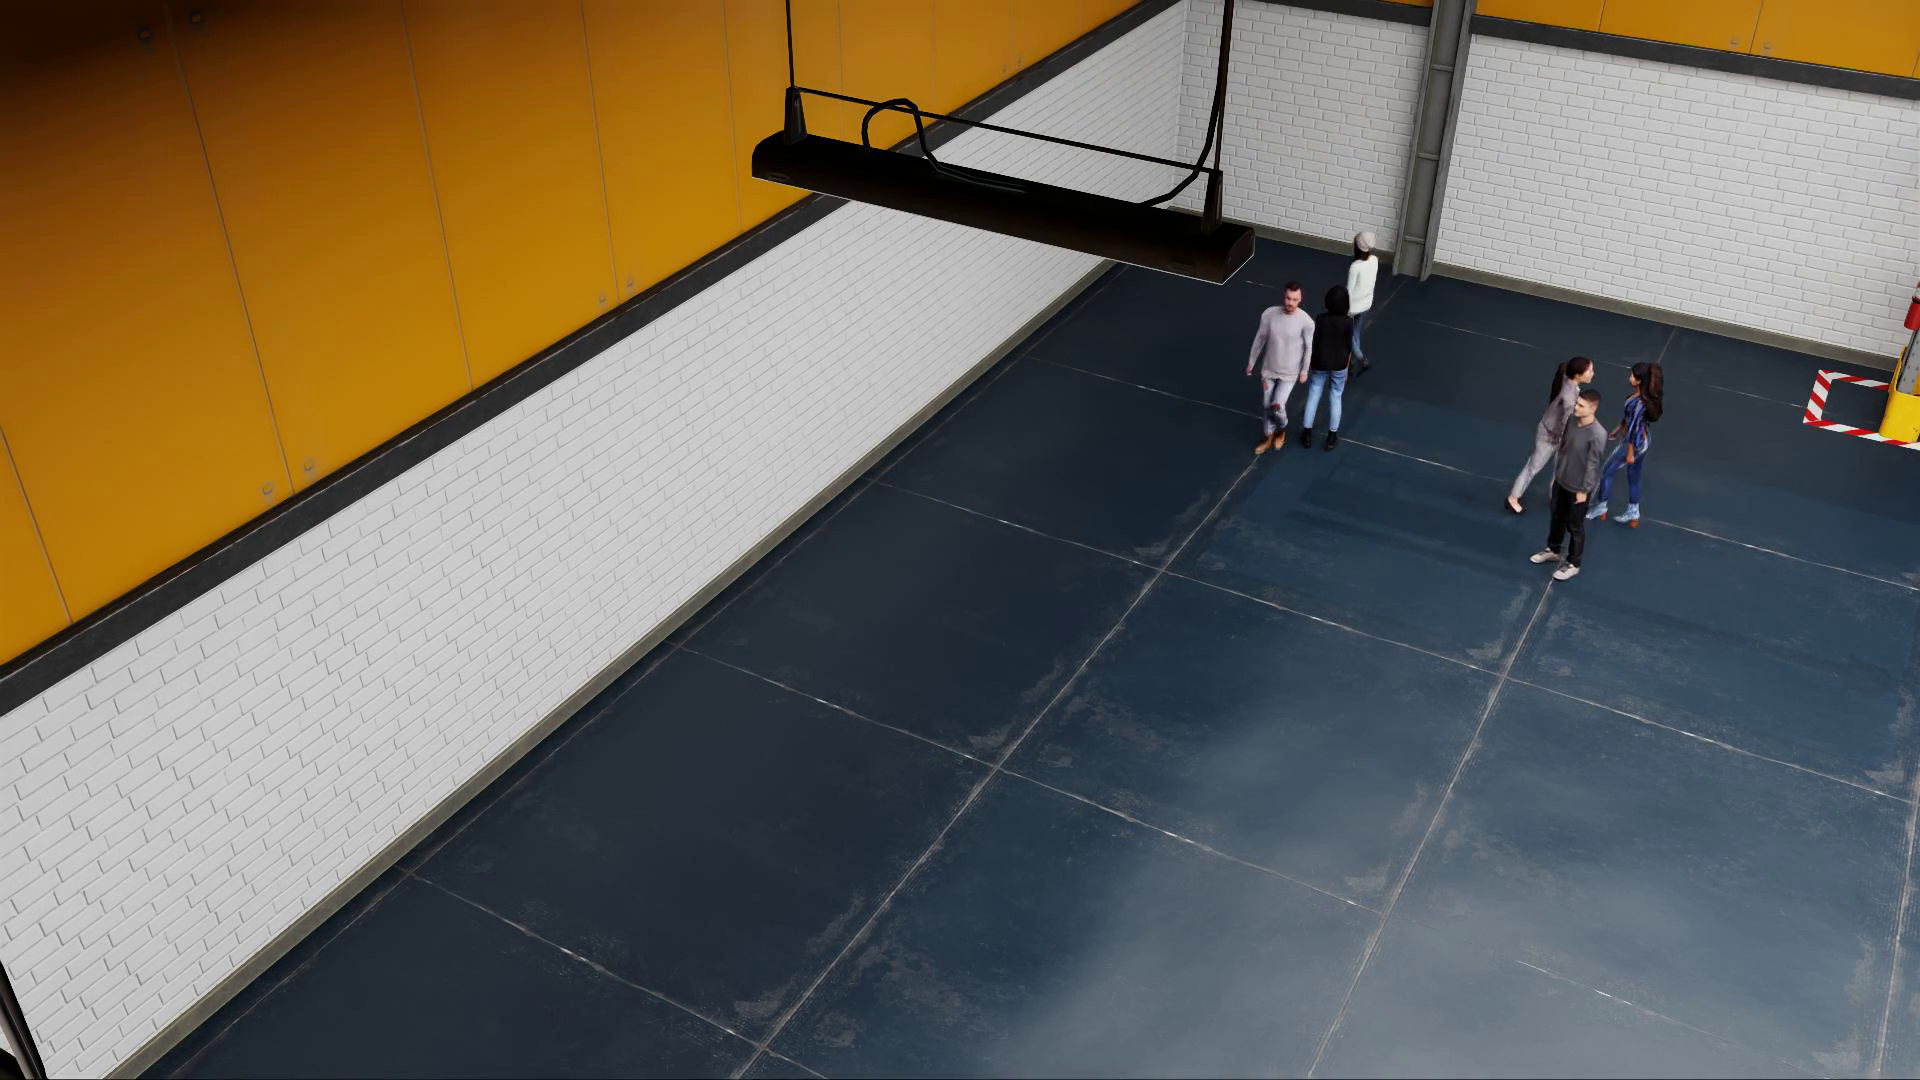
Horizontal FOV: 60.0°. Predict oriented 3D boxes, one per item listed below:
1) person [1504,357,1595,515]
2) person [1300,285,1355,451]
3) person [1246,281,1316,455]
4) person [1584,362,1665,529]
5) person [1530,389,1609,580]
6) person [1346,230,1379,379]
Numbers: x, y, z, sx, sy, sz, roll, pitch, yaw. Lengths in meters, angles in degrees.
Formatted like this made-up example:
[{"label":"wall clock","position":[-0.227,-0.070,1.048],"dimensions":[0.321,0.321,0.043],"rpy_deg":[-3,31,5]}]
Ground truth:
[{"label":"person","position":[5.224,-0.915,14.919],"dimensions":[1.015,1.633,0.791],"rpy_deg":[7,34,11]},{"label":"person","position":[3.547,-1.648,15.967],"dimensions":[0.546,1.694,0.658],"rpy_deg":[9,35,13]},{"label":"person","position":[3.092,-1.669,15.882],"dimensions":[0.618,1.823,0.805],"rpy_deg":[23,40,30]},{"label":"person","position":[6.073,-0.821,14.802],"dimensions":[0.703,1.606,0.621],"rpy_deg":[18,38,25]},{"label":"person","position":[5.244,-0.498,14.180],"dimensions":[0.753,1.758,0.663],"rpy_deg":[-13,36,-19]},{"label":"person","position":[4.152,-2.393,17.139],"dimensions":[0.757,1.638,0.877],"rpy_deg":[-22,39,-29]}]
